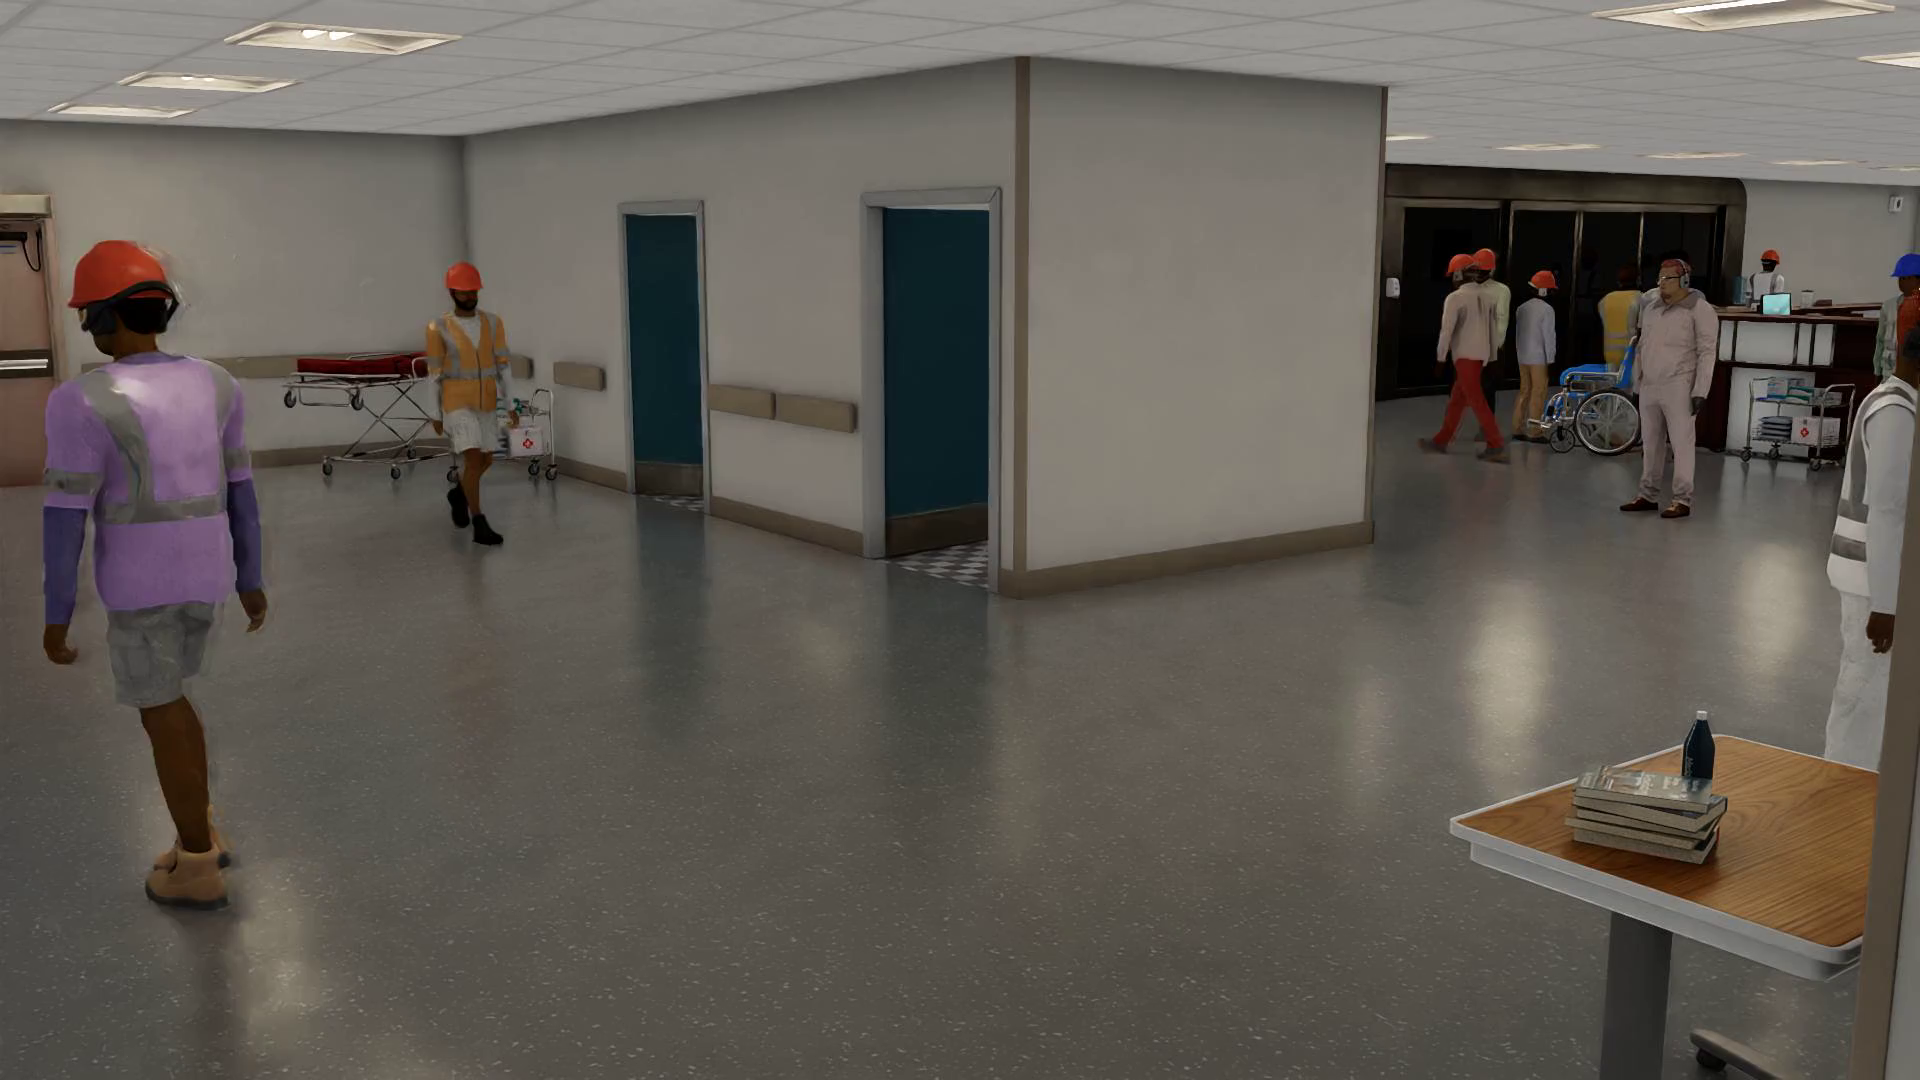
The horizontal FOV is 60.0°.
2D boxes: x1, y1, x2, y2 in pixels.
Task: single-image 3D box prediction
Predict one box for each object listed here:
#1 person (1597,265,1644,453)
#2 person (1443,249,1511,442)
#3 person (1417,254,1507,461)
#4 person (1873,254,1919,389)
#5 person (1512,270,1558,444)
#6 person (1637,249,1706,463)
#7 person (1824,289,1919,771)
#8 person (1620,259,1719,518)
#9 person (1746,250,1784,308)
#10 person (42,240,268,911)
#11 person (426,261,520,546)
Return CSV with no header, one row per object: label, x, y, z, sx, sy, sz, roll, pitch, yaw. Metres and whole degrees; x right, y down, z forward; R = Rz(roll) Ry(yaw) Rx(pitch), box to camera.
person,6.399,-1.714,15.938,0.455,1.817,0.658,-5,11,-26
person,5.255,-1.955,16.841,0.637,1.957,0.661,9,14,42
person,4.795,-1.710,15.629,0.633,1.941,1.019,-8,13,-39
person,7.825,-1.386,13.763,0.421,1.939,0.600,-5,11,-24
person,5.841,-1.842,16.825,0.335,1.752,0.570,-3,11,-17
person,6.565,-1.691,15.361,0.606,1.966,0.367,9,13,40
person,2.959,0.147,5.295,0.356,1.885,0.575,6,12,31
person,5.245,-1.120,12.335,0.401,1.906,0.650,-5,11,-26
person,11.609,-3.210,23.981,0.366,1.930,0.542,-8,13,-37
person,-2.467,0.126,5.018,0.557,2.024,0.640,4,11,24
person,-3.389,-0.944,11.364,0.865,1.911,0.550,10,14,44
